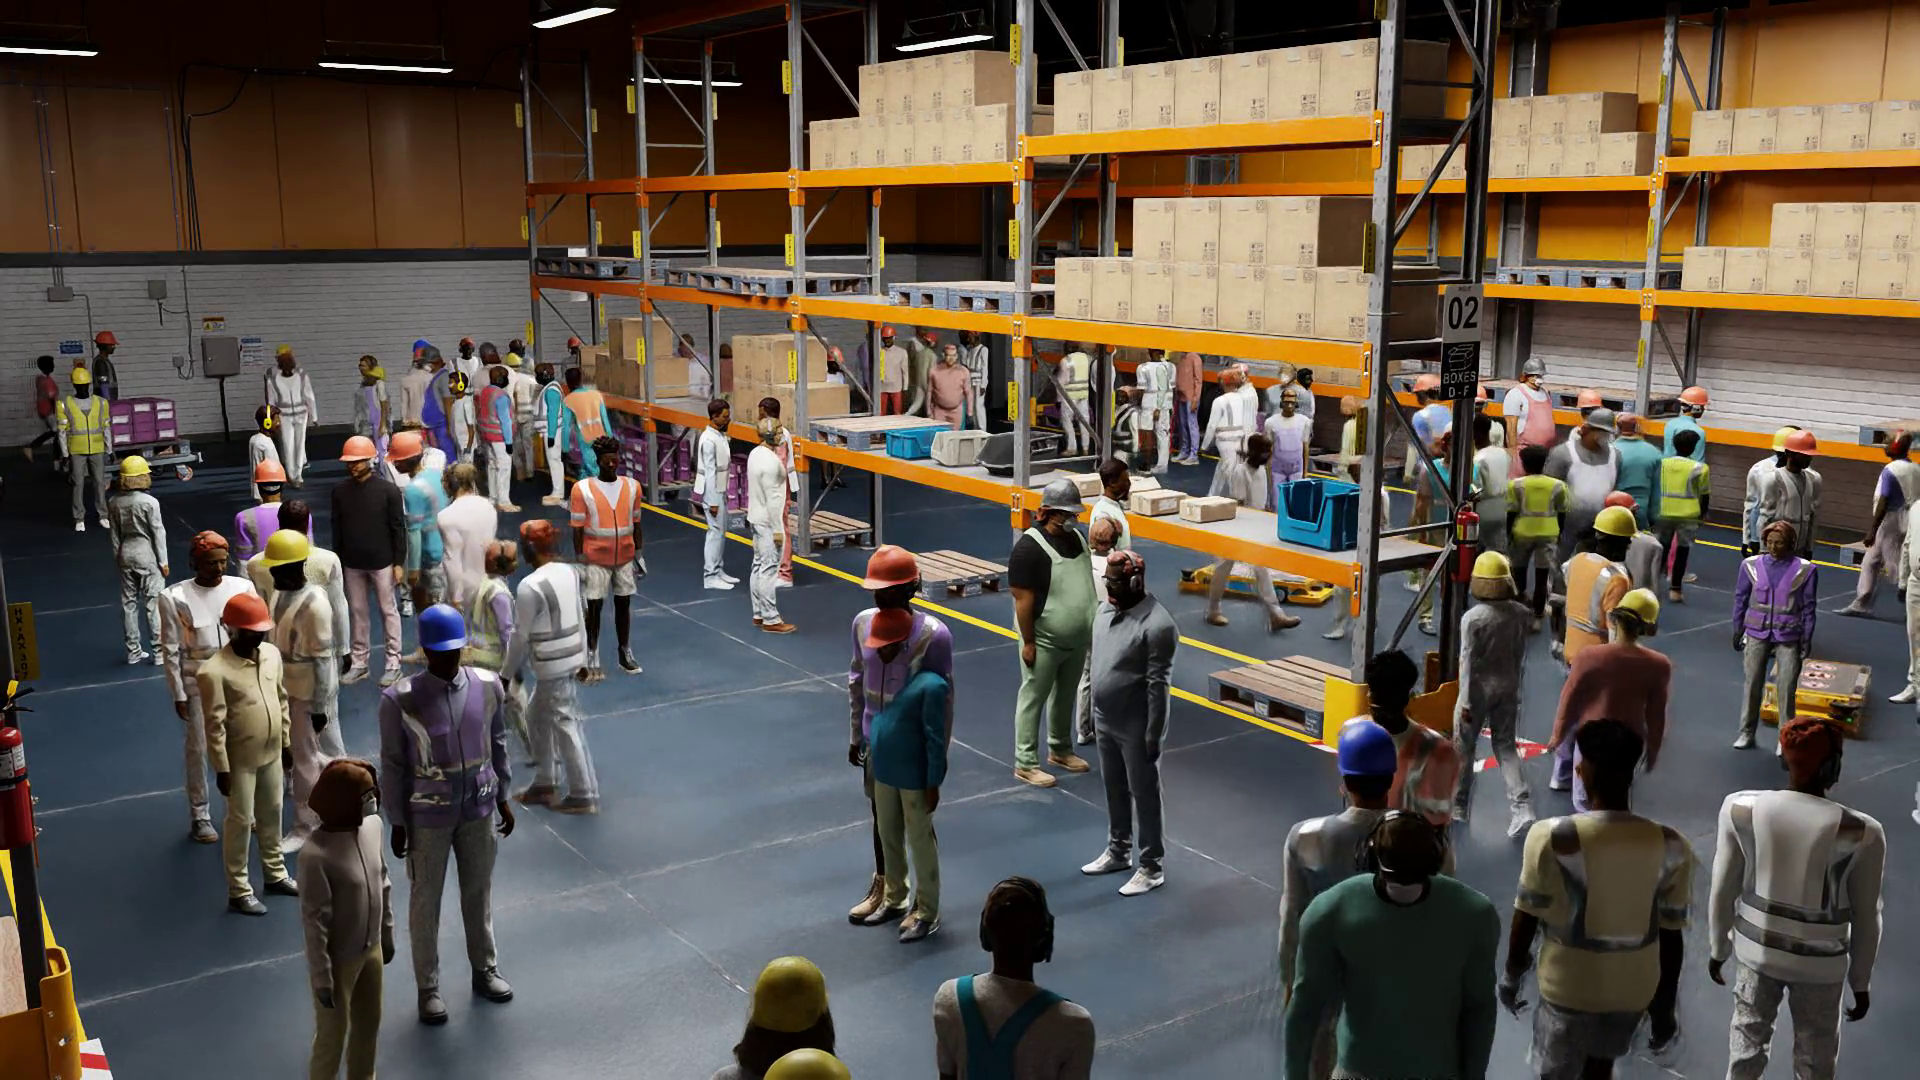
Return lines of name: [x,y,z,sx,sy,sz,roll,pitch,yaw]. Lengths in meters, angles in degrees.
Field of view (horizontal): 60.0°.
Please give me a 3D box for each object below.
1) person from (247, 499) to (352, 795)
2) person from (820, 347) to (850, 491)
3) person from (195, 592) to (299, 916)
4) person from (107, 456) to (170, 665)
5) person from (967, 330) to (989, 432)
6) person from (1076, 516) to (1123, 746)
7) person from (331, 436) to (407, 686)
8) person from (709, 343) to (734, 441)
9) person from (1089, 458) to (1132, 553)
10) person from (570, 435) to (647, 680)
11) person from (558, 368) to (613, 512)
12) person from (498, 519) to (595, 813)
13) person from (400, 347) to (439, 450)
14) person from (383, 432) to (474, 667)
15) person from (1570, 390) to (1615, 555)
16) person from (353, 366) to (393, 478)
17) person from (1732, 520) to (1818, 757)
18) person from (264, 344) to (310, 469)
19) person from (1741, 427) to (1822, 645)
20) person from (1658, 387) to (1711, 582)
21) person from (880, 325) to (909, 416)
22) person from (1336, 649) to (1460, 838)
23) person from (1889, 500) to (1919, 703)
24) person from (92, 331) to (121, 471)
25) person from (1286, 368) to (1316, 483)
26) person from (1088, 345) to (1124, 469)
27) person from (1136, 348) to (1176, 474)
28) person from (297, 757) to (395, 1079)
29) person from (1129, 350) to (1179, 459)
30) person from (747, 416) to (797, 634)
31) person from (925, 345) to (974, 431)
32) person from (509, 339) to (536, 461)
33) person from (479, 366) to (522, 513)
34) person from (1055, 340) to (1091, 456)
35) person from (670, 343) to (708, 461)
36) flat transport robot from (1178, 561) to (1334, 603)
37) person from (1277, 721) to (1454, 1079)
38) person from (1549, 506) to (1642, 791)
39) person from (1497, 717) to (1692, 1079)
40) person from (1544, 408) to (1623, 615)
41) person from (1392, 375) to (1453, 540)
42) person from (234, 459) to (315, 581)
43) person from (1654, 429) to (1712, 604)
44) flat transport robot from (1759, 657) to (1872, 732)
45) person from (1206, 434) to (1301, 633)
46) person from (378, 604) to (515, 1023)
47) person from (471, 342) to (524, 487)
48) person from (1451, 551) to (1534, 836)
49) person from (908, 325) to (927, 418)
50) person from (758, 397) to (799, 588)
person: [-4.201,0.691,10.641,0.587,1.914,0.391,-1,11,-5]
person: [-1.706,-1.640,22.507,0.356,1.936,0.551,7,13,30]
person: [-3.760,1.126,8.864,0.354,1.741,0.568,4,12,19]
person: [-6.762,0.167,13.760,0.491,1.744,0.295,2,11,11]
person: [0.272,-2.564,27.406,0.373,1.878,0.587,-6,12,-27]
person: [0.997,0.650,11.553,0.522,1.640,0.306,8,13,34]
person: [-4.665,0.166,13.118,0.612,1.995,0.392,2,11,11]
person: [-3.852,-2.421,27.298,0.518,1.622,0.392,-4,12,-20]
person: [1.112,0.340,12.421,0.391,1.922,0.593,2,11,8]
person: [-2.816,0.130,13.376,0.604,1.966,0.367,-7,13,-32]
person: [-4.601,-1.194,20.524,1.086,1.833,0.596,7,13,33]
person: [-2.607,0.787,10.282,0.730,1.855,0.565,2,11,10]
person: [-7.012,-1.532,21.847,0.617,1.984,0.410,-3,11,-14]
person: [-4.322,0.110,13.430,0.755,1.986,0.613,-2,11,-9]
person: [6.409,-0.572,17.049,0.552,1.933,0.368,-5,12,-25]
person: [-7.911,-1.496,22.381,0.513,1.708,0.491,-9,15,-40]
person: [5.610,0.669,11.485,0.524,1.631,0.314,8,14,35]
person: [-9.824,-1.942,24.322,0.600,1.832,0.404,-2,11,-11]
person: [7.012,-0.014,14.242,0.587,1.919,0.397,8,14,36]
person: [7.362,-0.567,16.912,0.408,1.987,0.607,-2,11,-11]
person: [-1.118,-2.378,26.138,0.622,1.994,0.381,1,11,7]
person: [1.856,1.378,7.141,0.594,1.914,0.941,10,15,42]
person: [7.304,0.349,12.452,0.399,1.896,0.654,-4,12,-19]
person: [-12.396,-2.023,24.233,0.402,2.037,0.612,-5,12,-23]
person: [4.538,-1.443,22.119,0.319,1.695,0.538,10,15,41]
person: [2.127,-2.001,24.092,0.535,2.000,0.681,0,11,-1]
person: [2.803,-1.927,23.905,0.606,1.967,0.367,-3,11,-15]
person: [-2.395,1.637,6.549,0.282,1.629,0.504,3,11,15]
person: [2.973,-2.095,25.374,0.735,1.731,0.516,1,11,5]
person: [-1.700,-0.134,14.799,0.371,1.940,0.627,-4,12,-21]
person: [-0.134,-1.786,23.377,0.678,1.882,0.766,-1,11,-7]
person: [-6.663,-2.120,25.213,0.633,1.842,0.429,9,14,39]
person: [-5.766,-1.263,20.853,0.430,1.839,0.638,-8,14,-37]
person: [1.770,-2.205,25.740,0.685,1.815,0.433,-8,13,-34]
person: [-3.954,-1.900,24.006,0.695,1.875,0.707,-4,12,-19]
flat transport robot: [2.939,0.399,16.351,1.431,0.197,0.652,6,13,29]
person: [1.440,1.600,5.941,0.619,1.934,0.420,5,12,23]
person: [4.015,0.727,10.464,0.399,1.912,0.596,-2,11,-10]
person: [2.304,1.600,5.950,0.602,1.936,0.823,-1,11,-5]
person: [5.629,-0.246,15.112,0.769,2.000,1.017,1,11,6]
person: [5.087,-0.798,18.132,0.631,1.979,1.044,-10,15,-42]
person: [-5.054,0.363,12.308,0.548,1.924,0.387,-7,13,-33]
person: [6.919,-0.231,15.962,0.554,1.678,0.448,11,15,44]
flat transport robot: [6.487,1.134,12.589,0.652,0.197,1.431,7,13,31]
person: [2.577,-0.059,14.807,0.545,1.779,0.986,-10,15,-43]
person: [-2.369,1.243,7.729,0.614,1.947,0.388,-9,14,-39]
person: [-6.286,-1.698,22.543,0.684,2.000,0.709,-11,15,-44]
person: [3.192,0.915,9.973,0.489,1.718,0.698,-3,11,-15]
person: [-0.744,-3.003,29.779,0.450,1.820,0.585,6,12,27]
person: [-1.825,-0.480,16.662,0.405,1.909,0.595,-3,11,-16]
